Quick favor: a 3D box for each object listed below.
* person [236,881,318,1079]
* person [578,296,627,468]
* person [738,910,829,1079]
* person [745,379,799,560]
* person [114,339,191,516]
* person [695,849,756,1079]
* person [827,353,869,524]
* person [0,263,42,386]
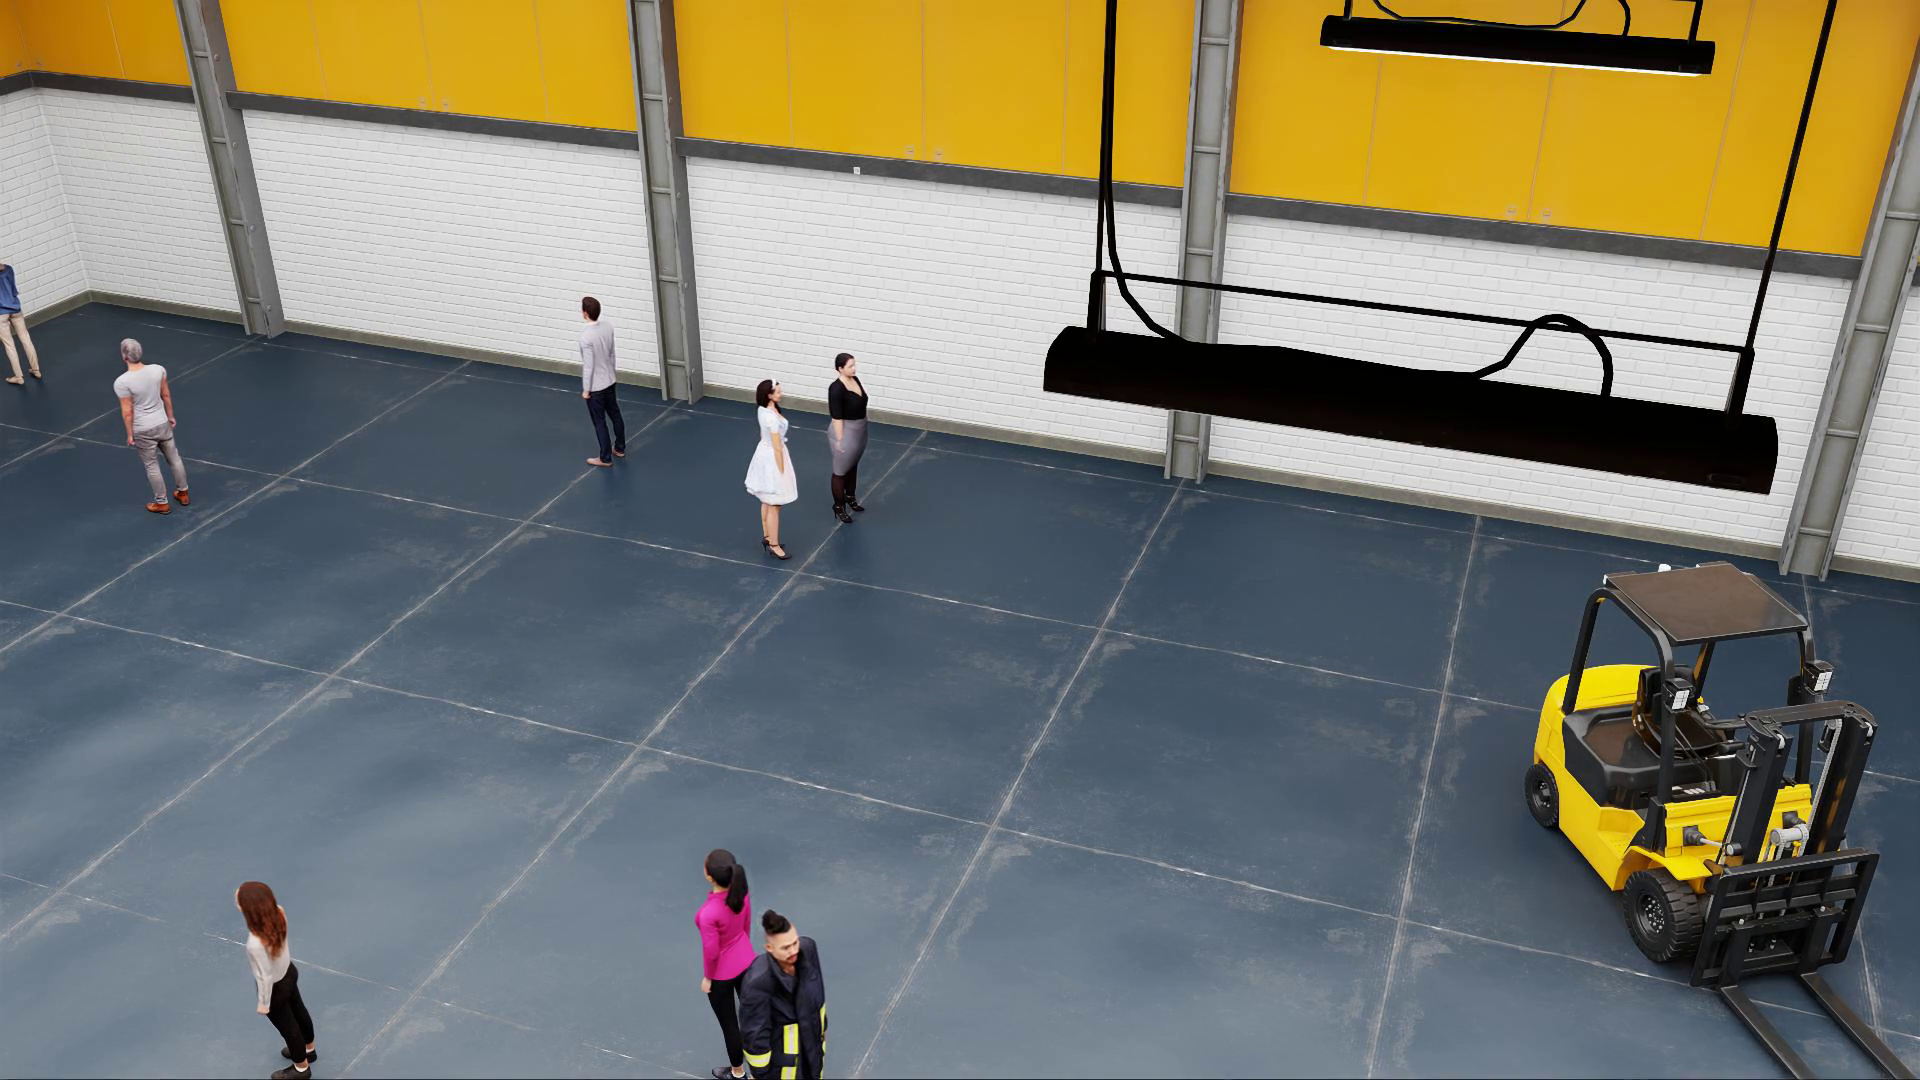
[{"bbox_3d":[-4.103,2.645,10.008,0.591,1.484,0.606,0,29,0],"label":"person"},{"bbox_3d":[-3.805,-1.682,17.557,0.578,1.851,0.696,13,31,22],"label":"person"},{"bbox_3d":[-0.969,2.800,9.328,0.829,1.862,0.854,22,36,35],"label":"person"},{"bbox_3d":[-1.773,-0.681,15.760,0.912,1.815,0.858,-10,30,-17],"label":"person"},{"bbox_3d":[-8.065,-1.142,16.586,0.635,1.832,0.736,17,33,28],"label":"person"},{"bbox_3d":[-1.372,2.548,9.962,0.613,1.698,0.627,16,32,27],"label":"person"},{"bbox_3d":[-1.129,-1.035,16.466,0.612,1.760,0.664,12,31,20],"label":"person"},{"bbox_3d":[-11.196,-2.664,19.518,0.613,1.697,0.646,15,32,26],"label":"person"}]
